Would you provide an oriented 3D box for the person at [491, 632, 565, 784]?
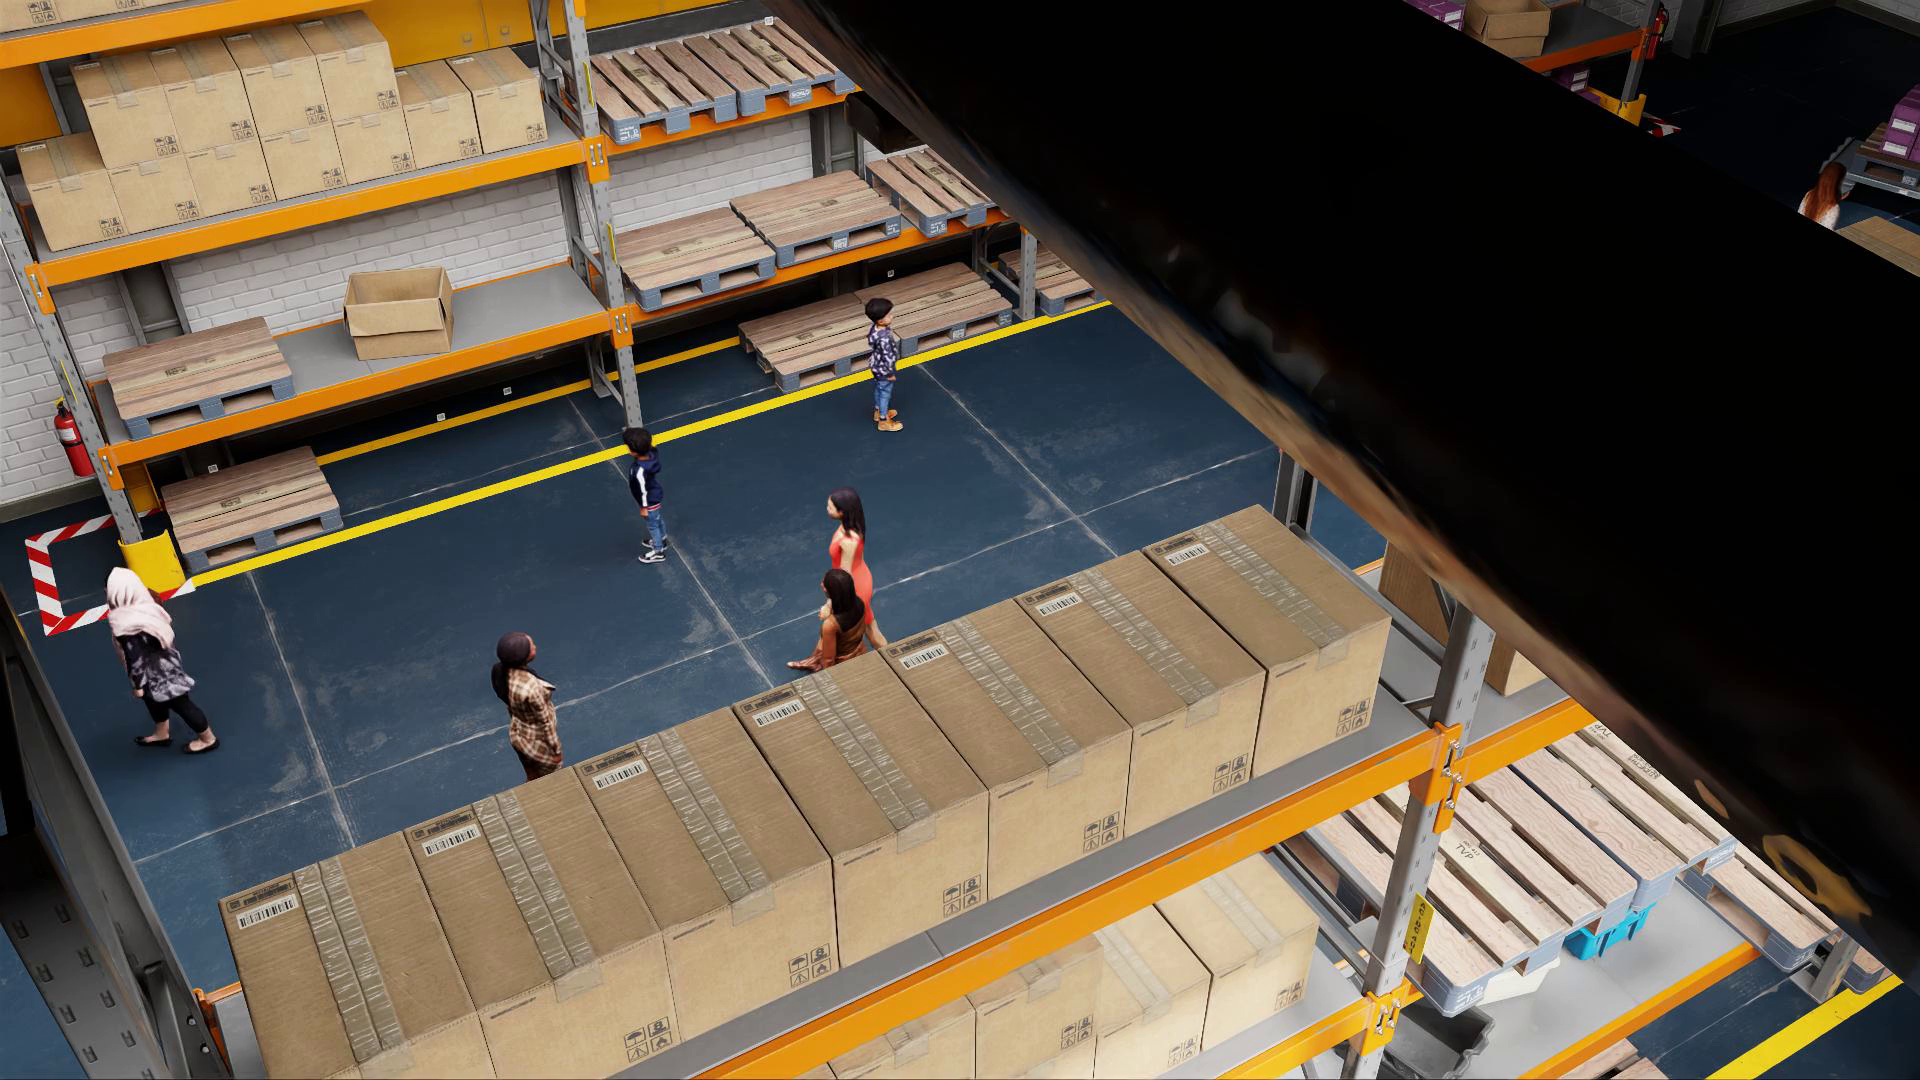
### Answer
[{"bbox_3d":[-2.633,1.260,10.326,0.642,1.795,0.636,31,48,33],"label":"person"}]

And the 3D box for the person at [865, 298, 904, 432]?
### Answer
[{"bbox_3d":[-0.659,-1.521,14.245,0.557,1.250,0.549,-10,40,-12],"label":"person"}]

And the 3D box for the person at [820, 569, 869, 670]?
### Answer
[{"bbox_3d":[-0.745,0.856,10.921,0.699,1.683,0.599,19,42,22],"label":"person"}]

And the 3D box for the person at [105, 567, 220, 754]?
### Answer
[{"bbox_3d":[-5.231,0.817,11.019,0.904,1.623,0.786,-7,39,-9],"label":"person"}]

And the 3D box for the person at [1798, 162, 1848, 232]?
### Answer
[{"bbox_3d":[7.784,-2.660,15.289,0.562,1.728,0.617,-12,40,-15],"label":"person"}]

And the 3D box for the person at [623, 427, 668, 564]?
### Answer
[{"bbox_3d":[-2.399,-0.362,12.815,0.626,1.224,0.595,2,39,2],"label":"person"}]

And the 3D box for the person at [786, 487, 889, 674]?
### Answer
[{"bbox_3d":[-0.652,0.351,11.553,1.077,1.685,0.817,-6,39,-7],"label":"person"}]
